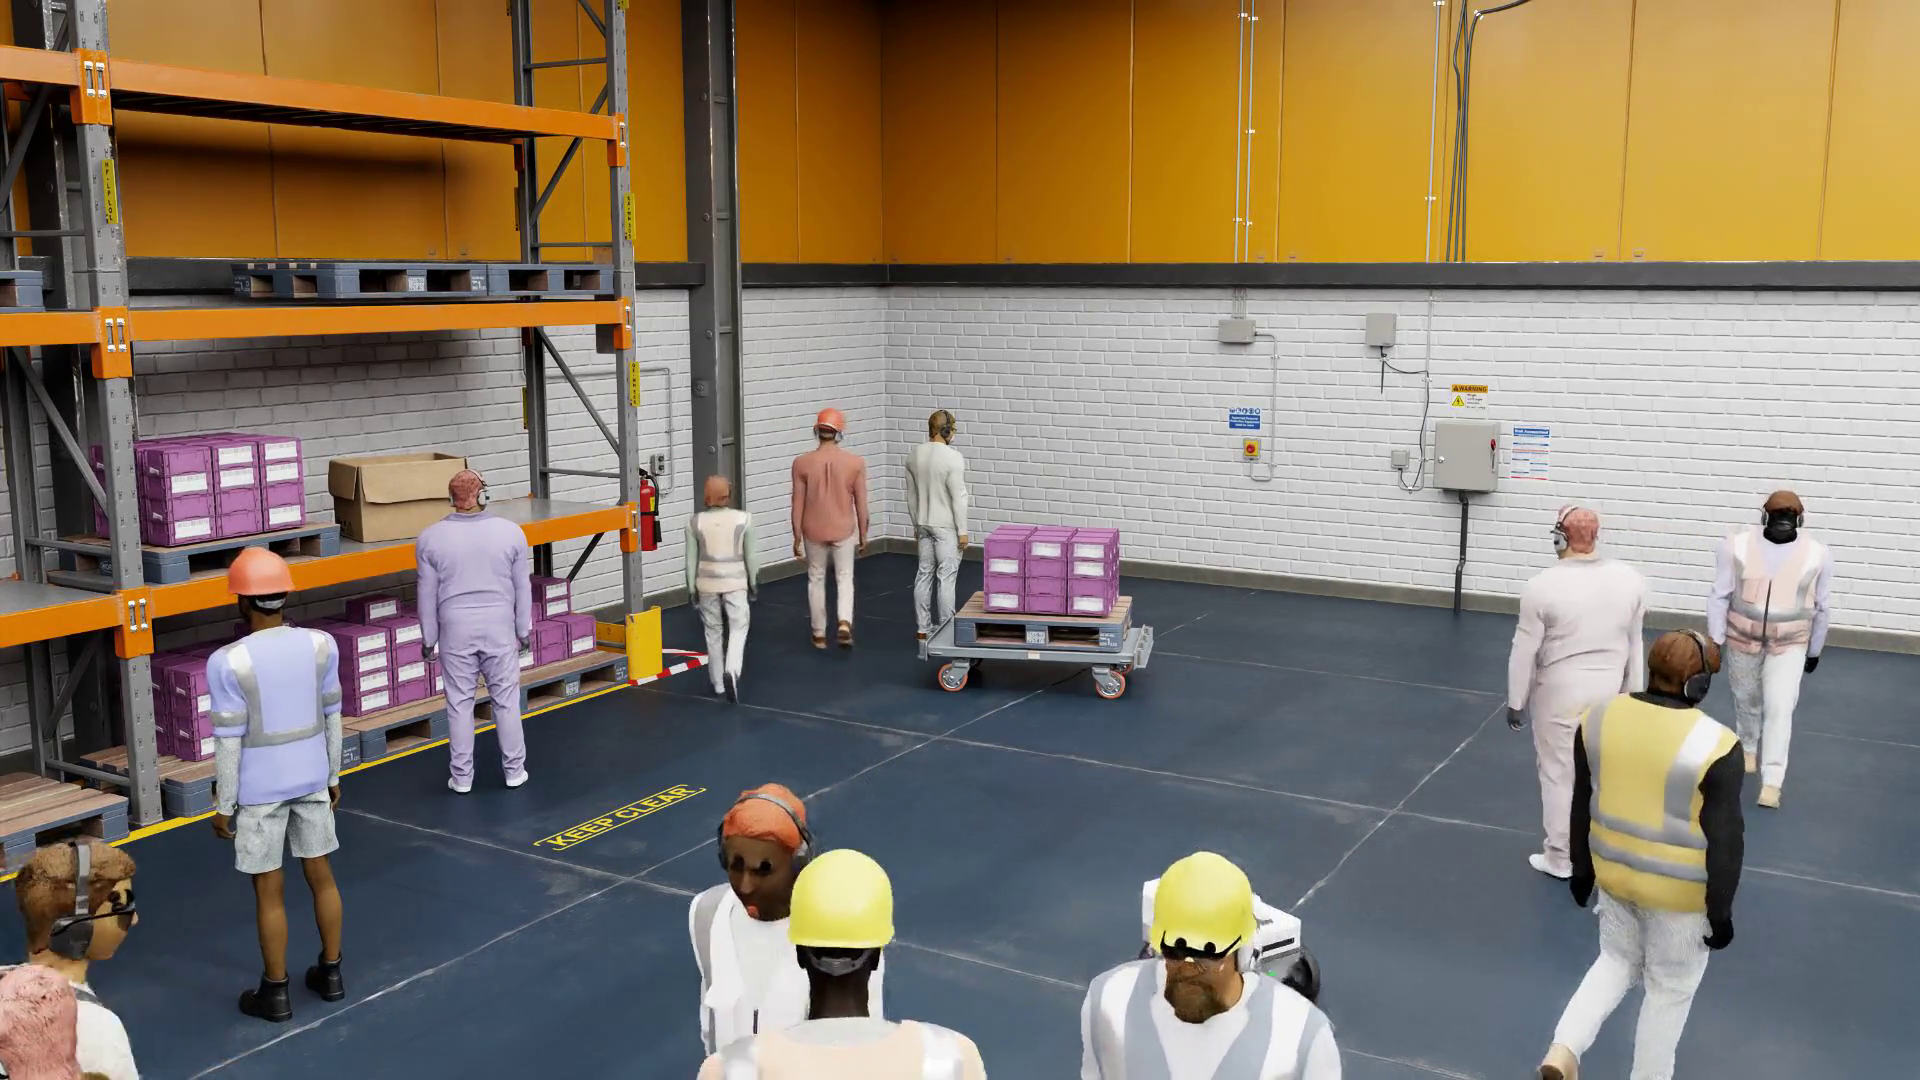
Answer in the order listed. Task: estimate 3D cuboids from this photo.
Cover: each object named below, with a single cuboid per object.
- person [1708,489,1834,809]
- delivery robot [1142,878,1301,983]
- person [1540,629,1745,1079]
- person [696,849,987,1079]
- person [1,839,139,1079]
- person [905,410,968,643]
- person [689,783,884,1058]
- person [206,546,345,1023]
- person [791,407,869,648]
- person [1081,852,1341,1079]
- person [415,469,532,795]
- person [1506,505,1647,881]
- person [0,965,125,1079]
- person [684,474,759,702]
[{"bbox_3d":[4.744,0.582,9.770,0.624,1.800,0.965,6,11,31],"label":"person"},{"bbox_3d":[1.082,1.603,6.947,0.477,0.478,0.707,-6,11,-32],"label":"delivery robot"},{"bbox_3d":[2.383,1.207,5.794,0.572,1.822,0.630,-5,11,-31],"label":"person"},{"bbox_3d":[-0.218,1.585,3.241,0.599,1.892,0.838,-1,9,-4],"label":"person"},{"bbox_3d":[-1.871,1.539,3.743,0.507,1.806,0.827,9,12,43],"label":"person"},{"bbox_3d":[-0.170,-0.092,13.534,0.627,1.934,0.371,9,13,43],"label":"person"},{"bbox_3d":[-0.417,1.476,4.108,0.590,1.832,1.035,4,10,23],"label":"person"},{"bbox_3d":[-2.784,0.987,6.777,0.360,1.940,0.543,8,12,40],"label":"person"},{"bbox_3d":[-1.037,-0.070,13.294,0.623,1.969,0.651,-1,9,-8],"label":"person"},{"bbox_3d":[0.492,1.566,3.573,0.606,1.800,0.784,3,10,18],"label":"person"},{"bbox_3d":[-2.825,0.536,9.712,0.641,1.904,0.401,-3,10,-17],"label":"person"},{"bbox_3d":[3.040,0.764,8.298,0.681,1.890,0.428,-2,9,-11],"label":"person"},{"bbox_3d":[-1.596,1.652,2.831,0.758,1.869,0.656,-3,10,-19],"label":"person"},{"bbox_3d":[-1.688,0.344,11.768,0.520,1.619,0.628,0,9,-3],"label":"person"}]
